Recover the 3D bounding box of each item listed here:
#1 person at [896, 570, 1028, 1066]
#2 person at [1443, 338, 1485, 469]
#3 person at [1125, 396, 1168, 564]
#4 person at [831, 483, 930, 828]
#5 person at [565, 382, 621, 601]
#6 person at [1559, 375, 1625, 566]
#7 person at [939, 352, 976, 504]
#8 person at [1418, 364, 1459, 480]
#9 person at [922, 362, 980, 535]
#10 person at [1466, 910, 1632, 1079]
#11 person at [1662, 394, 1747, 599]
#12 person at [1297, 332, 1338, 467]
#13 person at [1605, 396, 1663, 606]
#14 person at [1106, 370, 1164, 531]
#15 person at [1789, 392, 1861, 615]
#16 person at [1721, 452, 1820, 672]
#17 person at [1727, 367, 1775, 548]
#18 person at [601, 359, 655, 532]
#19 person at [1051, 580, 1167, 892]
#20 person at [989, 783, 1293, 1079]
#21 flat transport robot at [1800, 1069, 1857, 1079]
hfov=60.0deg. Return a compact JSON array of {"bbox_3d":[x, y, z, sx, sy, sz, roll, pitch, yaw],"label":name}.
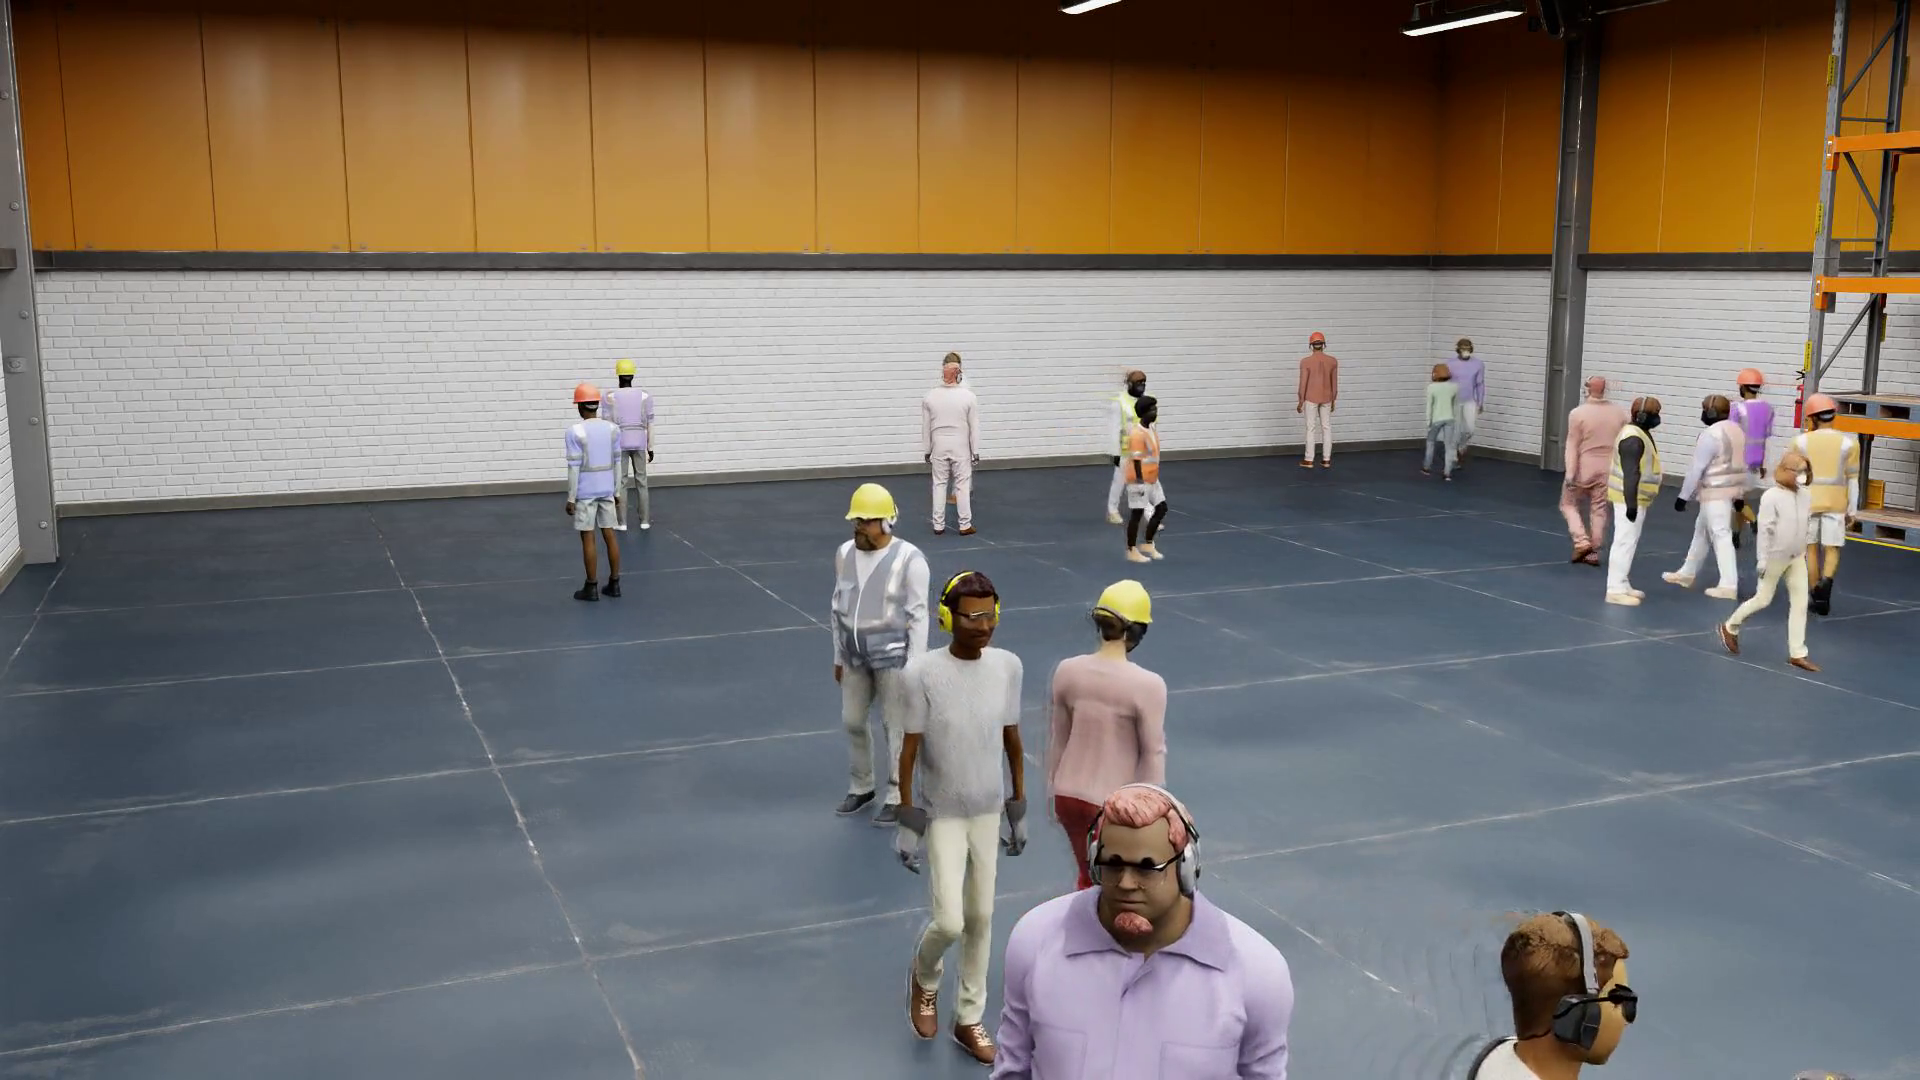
[{"bbox_3d":[0.015,1.027,6.180,0.541,1.857,0.407,-5,11,-27],"label":"person"},{"bbox_3d":[7.334,-1.995,24.311,0.688,1.918,0.469,0,9,-2],"label":"person"},{"bbox_3d":[1.867,-0.590,16.482,0.472,1.679,0.563,5,10,26],"label":"person"},{"bbox_3d":[-0.441,0.603,8.826,0.605,1.830,0.403,6,11,31],"label":"person"},{"bbox_3d":[-3.266,-0.427,14.752,0.377,1.932,0.552,9,13,44],"label":"person"},{"bbox_3d":[6.207,-0.679,16.404,0.642,1.896,0.416,-2,10,-13],"label":"person"},{"bbox_3d":[0.000,-1.392,20.714,0.588,1.905,0.677,-5,11,-27],"label":"person"},{"bbox_3d":[6.689,-1.651,23.200,0.510,1.589,0.864,-1,9,-4],"label":"person"},{"bbox_3d":[-0.085,-1.002,18.320,0.651,1.906,0.402,2,10,14],"label":"person"},{"bbox_3d":[0.983,1.565,3.126,0.960,1.801,0.536,3,10,16],"label":"person"},{"bbox_3d":[6.690,-0.402,14.985,0.643,1.804,0.878,-9,13,-44],"label":"person"},{"bbox_3d":[5.252,-2.058,24.474,0.608,1.987,0.391,-2,10,-12],"label":"person"},{"bbox_3d":[5.926,-0.348,14.612,0.431,1.835,0.631,6,11,30],"label":"person"},{"bbox_3d":[1.951,-1.027,18.824,0.644,1.796,0.972,-5,10,-27],"label":"person"},{"bbox_3d":[7.241,-0.282,13.992,0.547,1.901,0.730,5,11,28],"label":"person"},{"bbox_3d":[6.074,0.129,12.386,0.508,1.608,0.764,-4,10,-20],"label":"person"},{"bbox_3d":[8.176,-0.821,17.204,0.549,1.918,0.757,-3,10,-17],"label":"person"},{"bbox_3d":[-3.702,-1.055,18.568,0.589,1.930,0.361,-4,10,-23],"label":"person"},{"bbox_3d":[0.529,1.033,6.543,0.530,1.733,0.652,7,12,38],"label":"person"},{"bbox_3d":[0.360,1.439,3.521,0.636,1.911,0.405,3,10,15],"label":"person"},{"bbox_3d":[2.677,2.009,5.014,0.652,0.197,1.431,9,13,43],"label":"flat transport robot"}]
